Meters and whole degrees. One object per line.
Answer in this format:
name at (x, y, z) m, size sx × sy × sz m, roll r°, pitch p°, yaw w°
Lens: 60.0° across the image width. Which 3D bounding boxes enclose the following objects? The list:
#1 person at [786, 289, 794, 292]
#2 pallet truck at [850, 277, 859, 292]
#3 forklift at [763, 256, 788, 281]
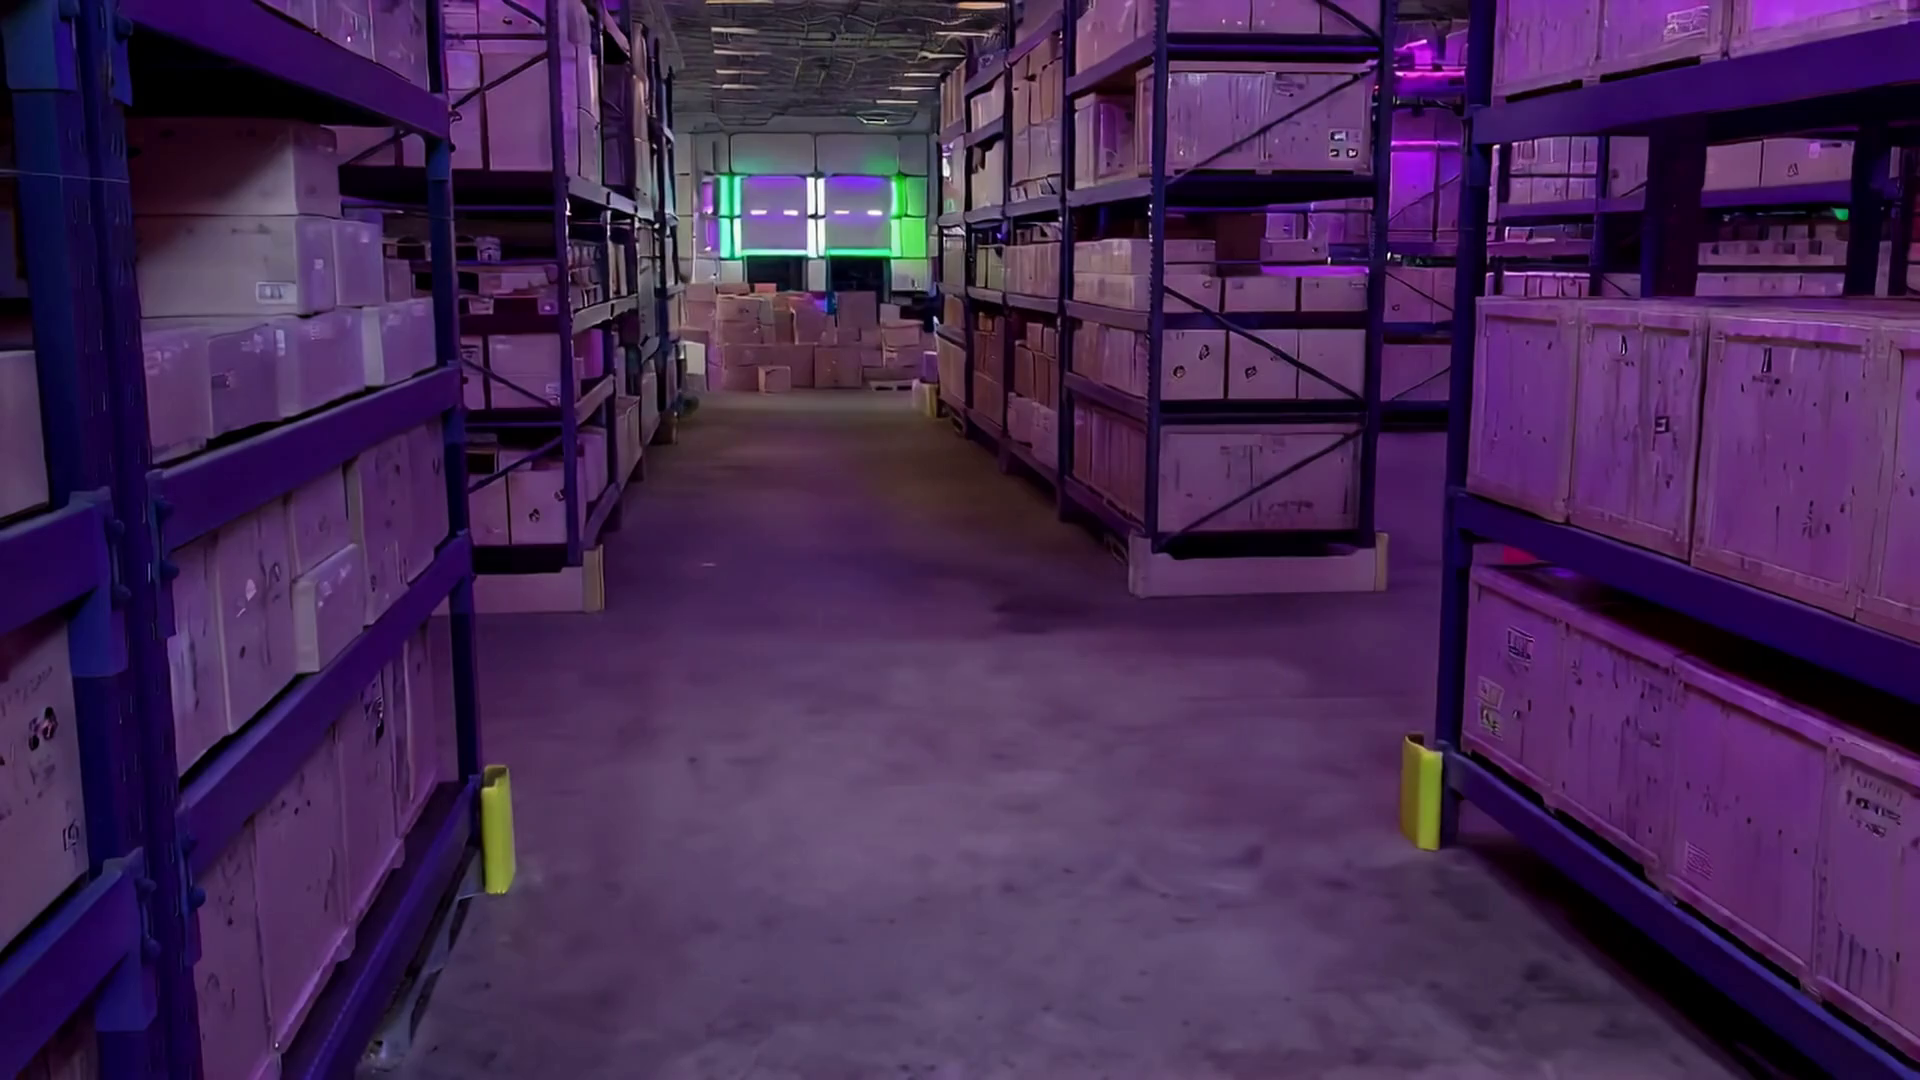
person at (-4.814, -6.171, 47.257) m, size 0.434 × 1.928 × 0.652 m, roll 1°, pitch 10°, yaw 6°
pallet truck at (-3.782, -9.391, 65.808) m, size 1.885 × 1.965 × 0.823 m, roll 2°, pitch 10°, yaw 10°
forklift at (-6.675, -8.875, 60.234) m, size 1.129 × 2.768 × 1.873 m, roll 0°, pitch 10°, yaw -3°
